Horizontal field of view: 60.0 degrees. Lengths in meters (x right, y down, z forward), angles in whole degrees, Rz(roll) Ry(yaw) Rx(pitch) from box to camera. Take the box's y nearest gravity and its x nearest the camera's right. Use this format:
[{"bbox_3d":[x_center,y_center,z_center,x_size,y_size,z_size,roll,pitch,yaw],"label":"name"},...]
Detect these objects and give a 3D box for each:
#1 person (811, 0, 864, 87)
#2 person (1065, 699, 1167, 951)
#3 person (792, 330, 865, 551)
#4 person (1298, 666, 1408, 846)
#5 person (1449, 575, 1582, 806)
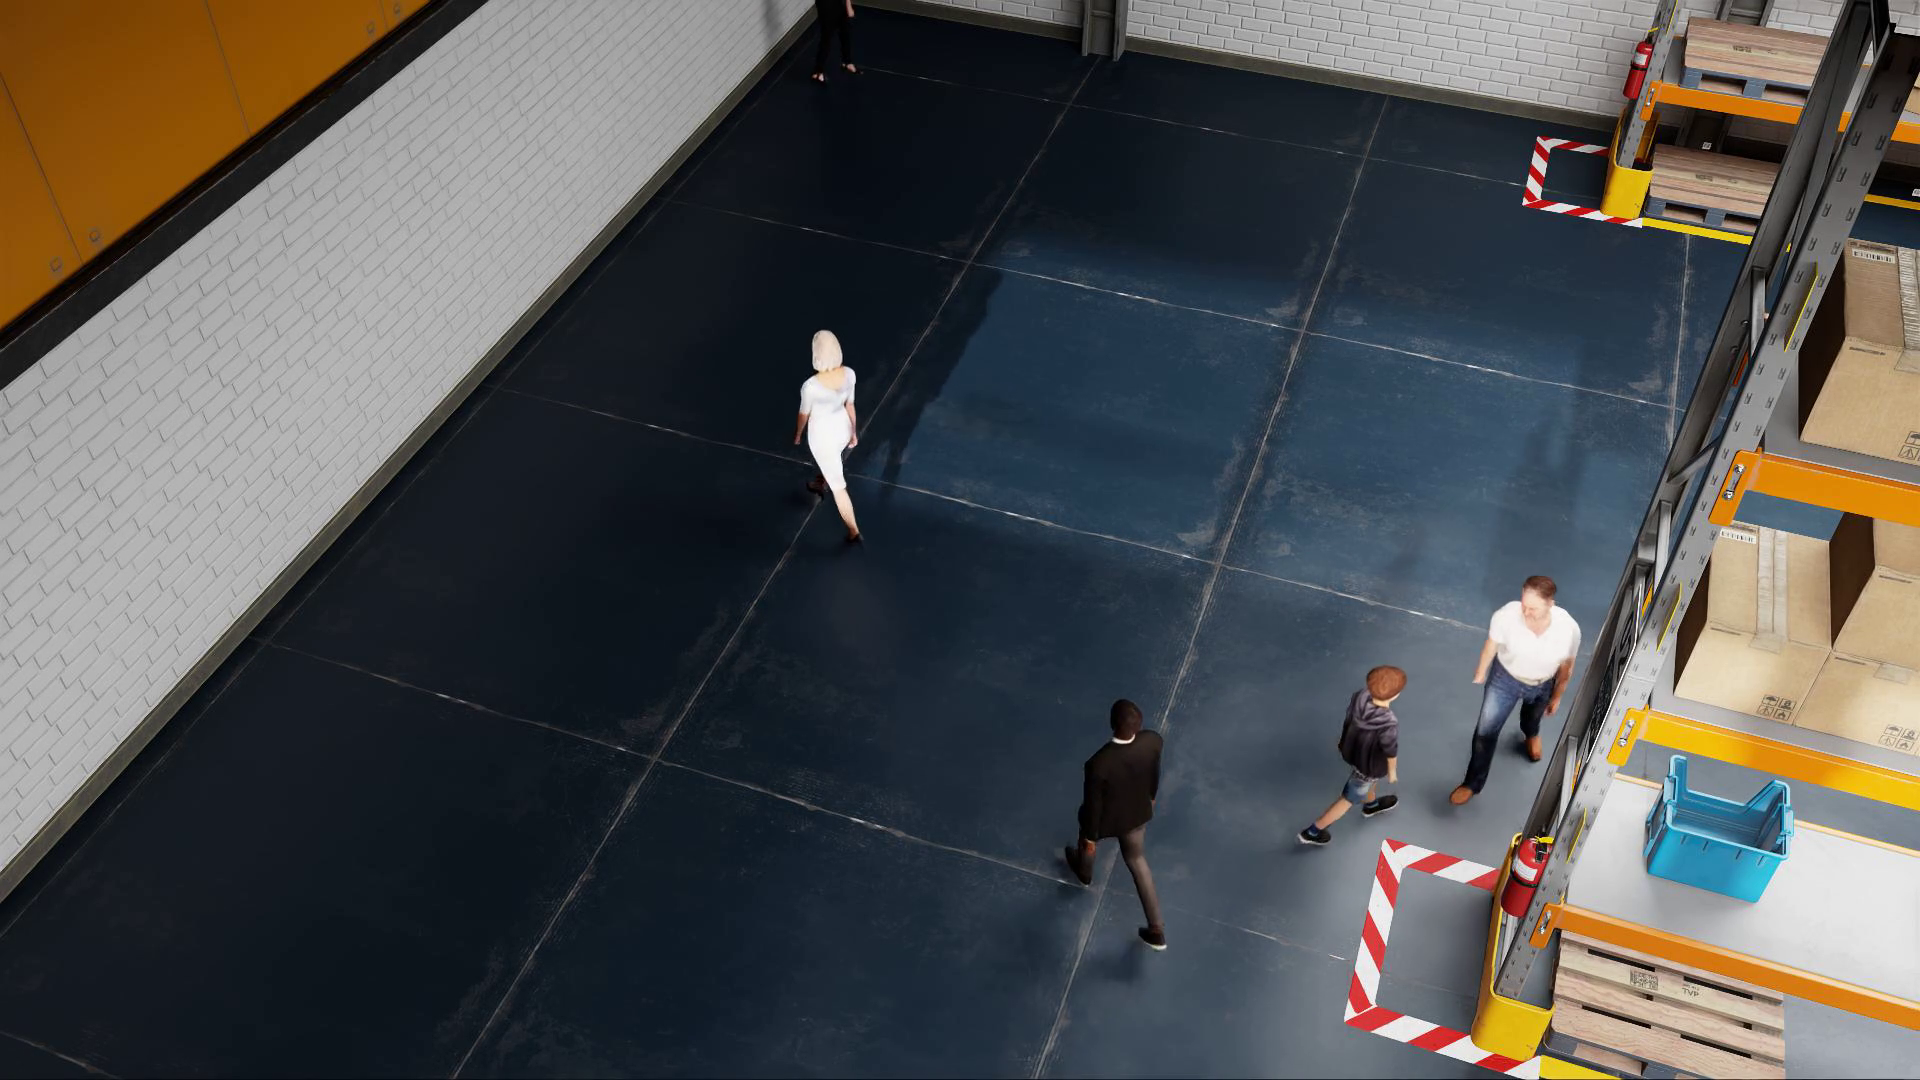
[{"bbox_3d":[-1.345,-5.303,16.550,0.935,1.695,0.868,-24,48,-23],"label":"person"},{"bbox_3d":[0.931,1.592,9.262,1.163,1.764,1.249,-19,47,-19],"label":"person"},{"bbox_3d":[-0.868,-0.662,11.673,0.922,1.702,1.145,-30,51,-27],"label":"person"},{"bbox_3d":[2.338,1.302,9.819,1.018,1.417,0.942,-16,46,-17],"label":"person"},{"bbox_3d":[3.453,0.787,10.071,1.111,1.815,0.845,14,45,14],"label":"person"}]
